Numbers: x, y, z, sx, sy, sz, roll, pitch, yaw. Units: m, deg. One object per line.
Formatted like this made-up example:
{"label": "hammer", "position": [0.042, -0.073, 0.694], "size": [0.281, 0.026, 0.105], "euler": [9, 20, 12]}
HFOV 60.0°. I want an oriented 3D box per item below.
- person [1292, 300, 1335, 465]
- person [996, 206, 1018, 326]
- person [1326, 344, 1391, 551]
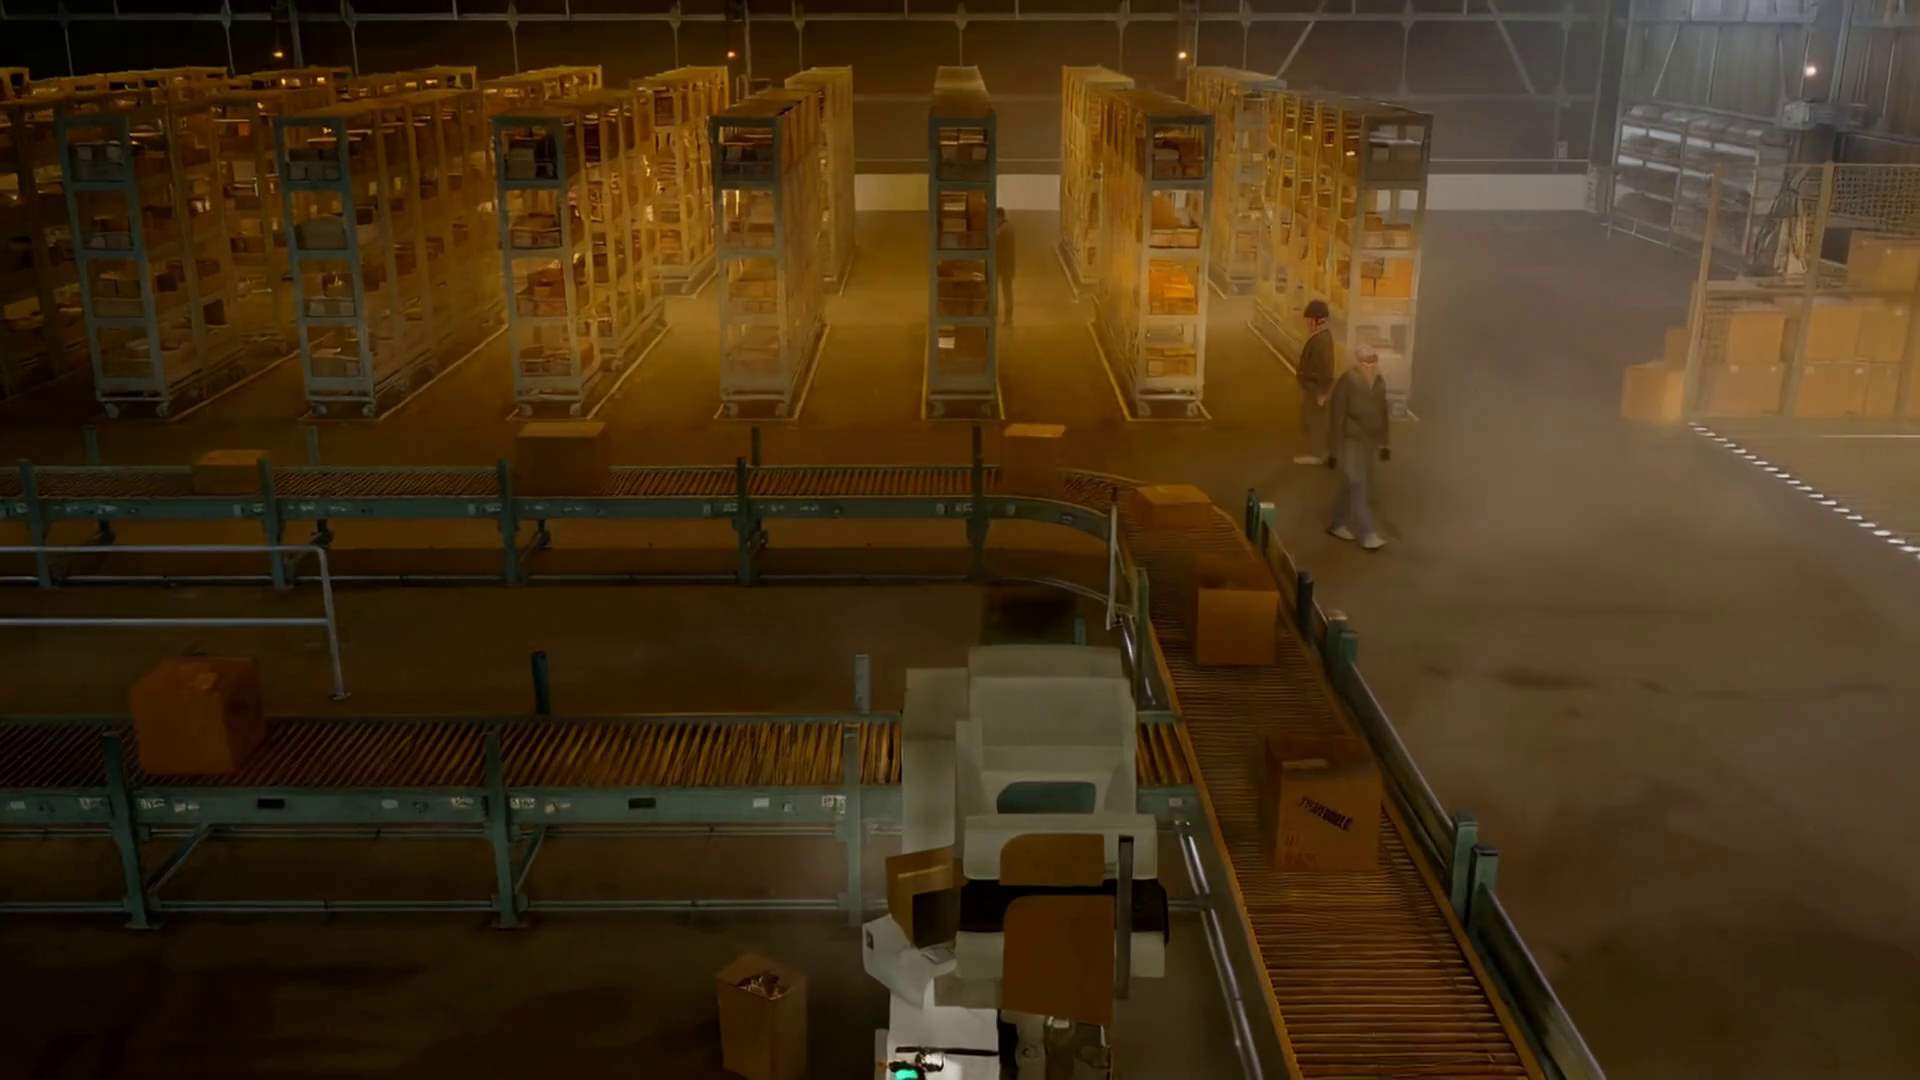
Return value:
{"label": "person", "position": [3.850, -1.671, 17.834], "size": [0.493, 1.822, 0.592], "euler": [4, 18, 11]}
{"label": "person", "position": [0.631, -4.250, 25.772], "size": [0.578, 1.830, 0.408], "euler": [11, 21, 30]}
{"label": "person", "position": [3.746, -0.837, 15.174], "size": [0.673, 1.872, 0.878], "euler": [-15, 23, -39]}
